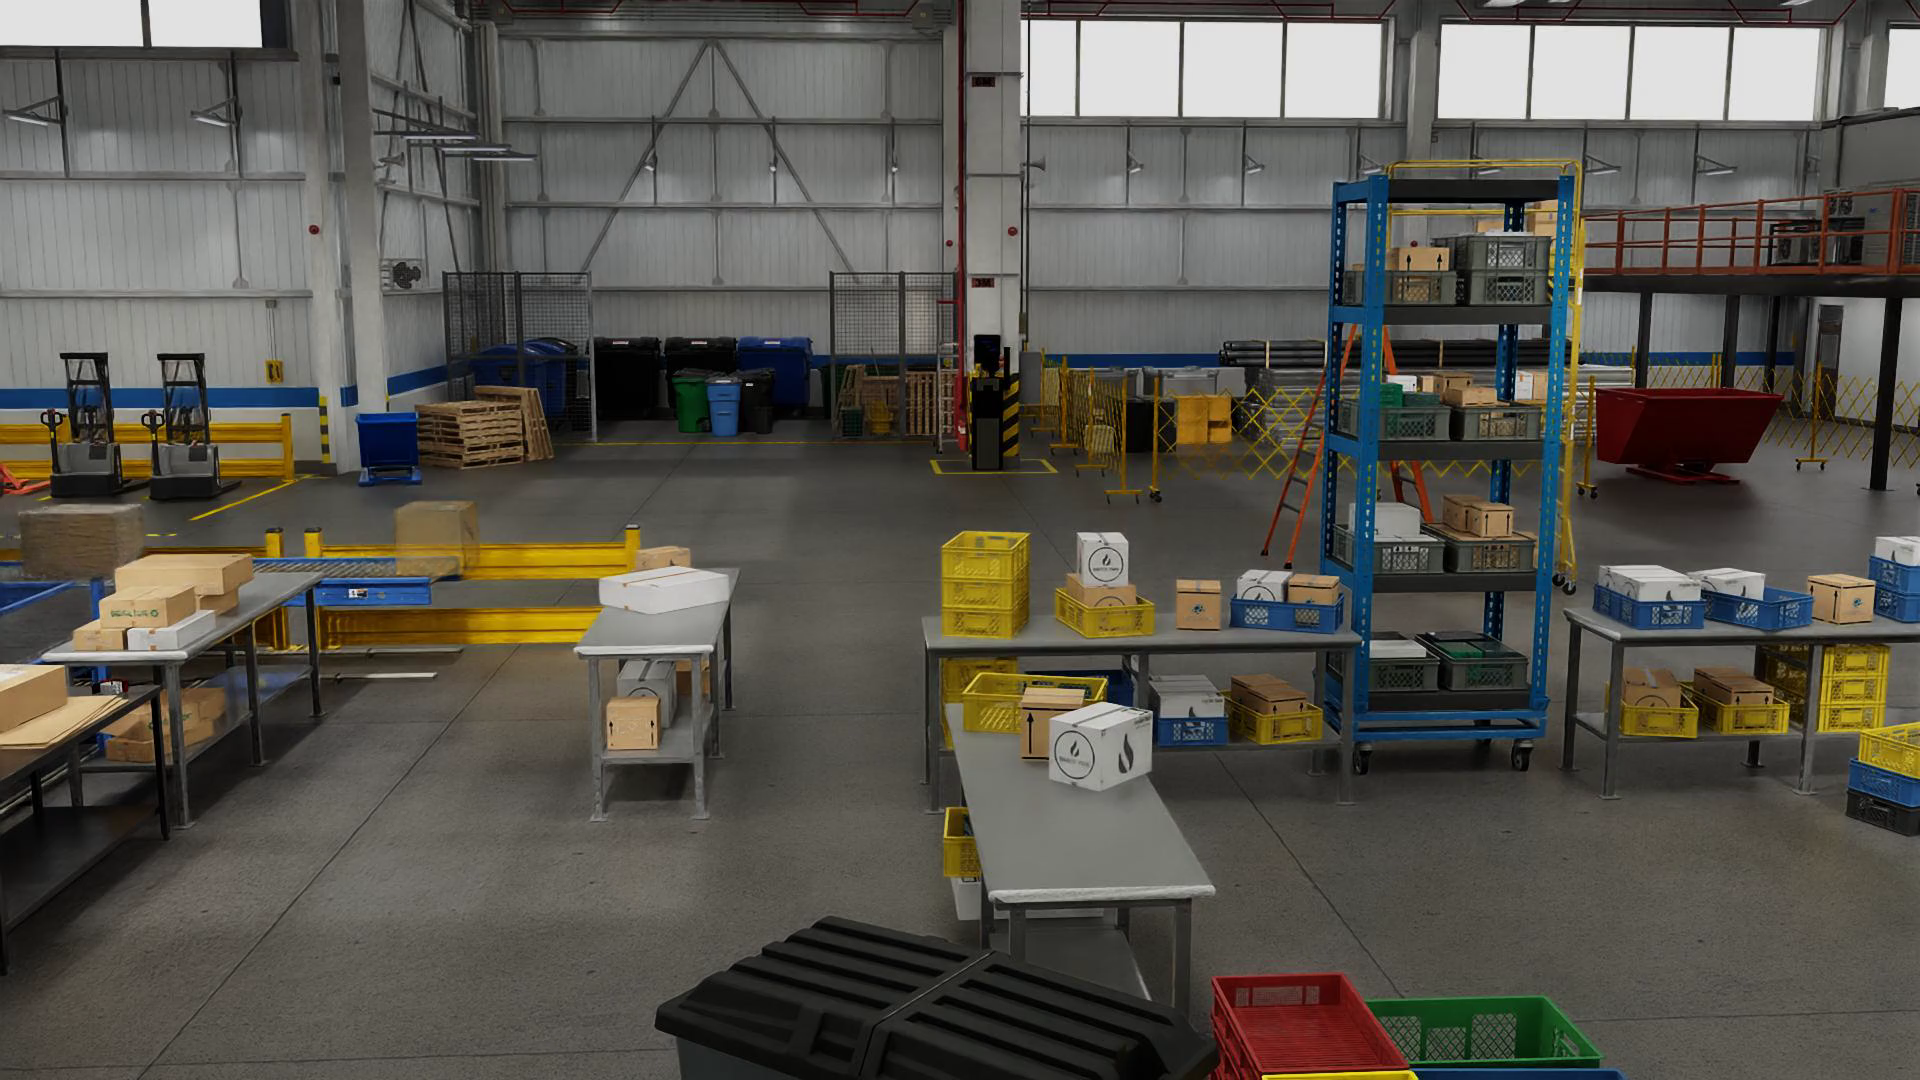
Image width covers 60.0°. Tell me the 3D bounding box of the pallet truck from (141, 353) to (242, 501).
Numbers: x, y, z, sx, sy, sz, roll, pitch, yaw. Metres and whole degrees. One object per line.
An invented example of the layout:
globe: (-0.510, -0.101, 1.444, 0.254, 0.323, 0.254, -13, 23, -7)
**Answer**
pallet truck: (-10.520, -1.604, 22.925, 0.823, 1.965, 1.885, -1, 9, -6)

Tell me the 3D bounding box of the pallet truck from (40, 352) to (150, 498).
pallet truck: (-11.907, -1.642, 23.165, 0.823, 1.965, 1.885, 0, 9, 0)

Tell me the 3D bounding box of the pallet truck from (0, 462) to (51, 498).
pallet truck: (-13.193, -1.293, 23.148, 0.653, 1.274, 1.630, -1, 9, -4)
